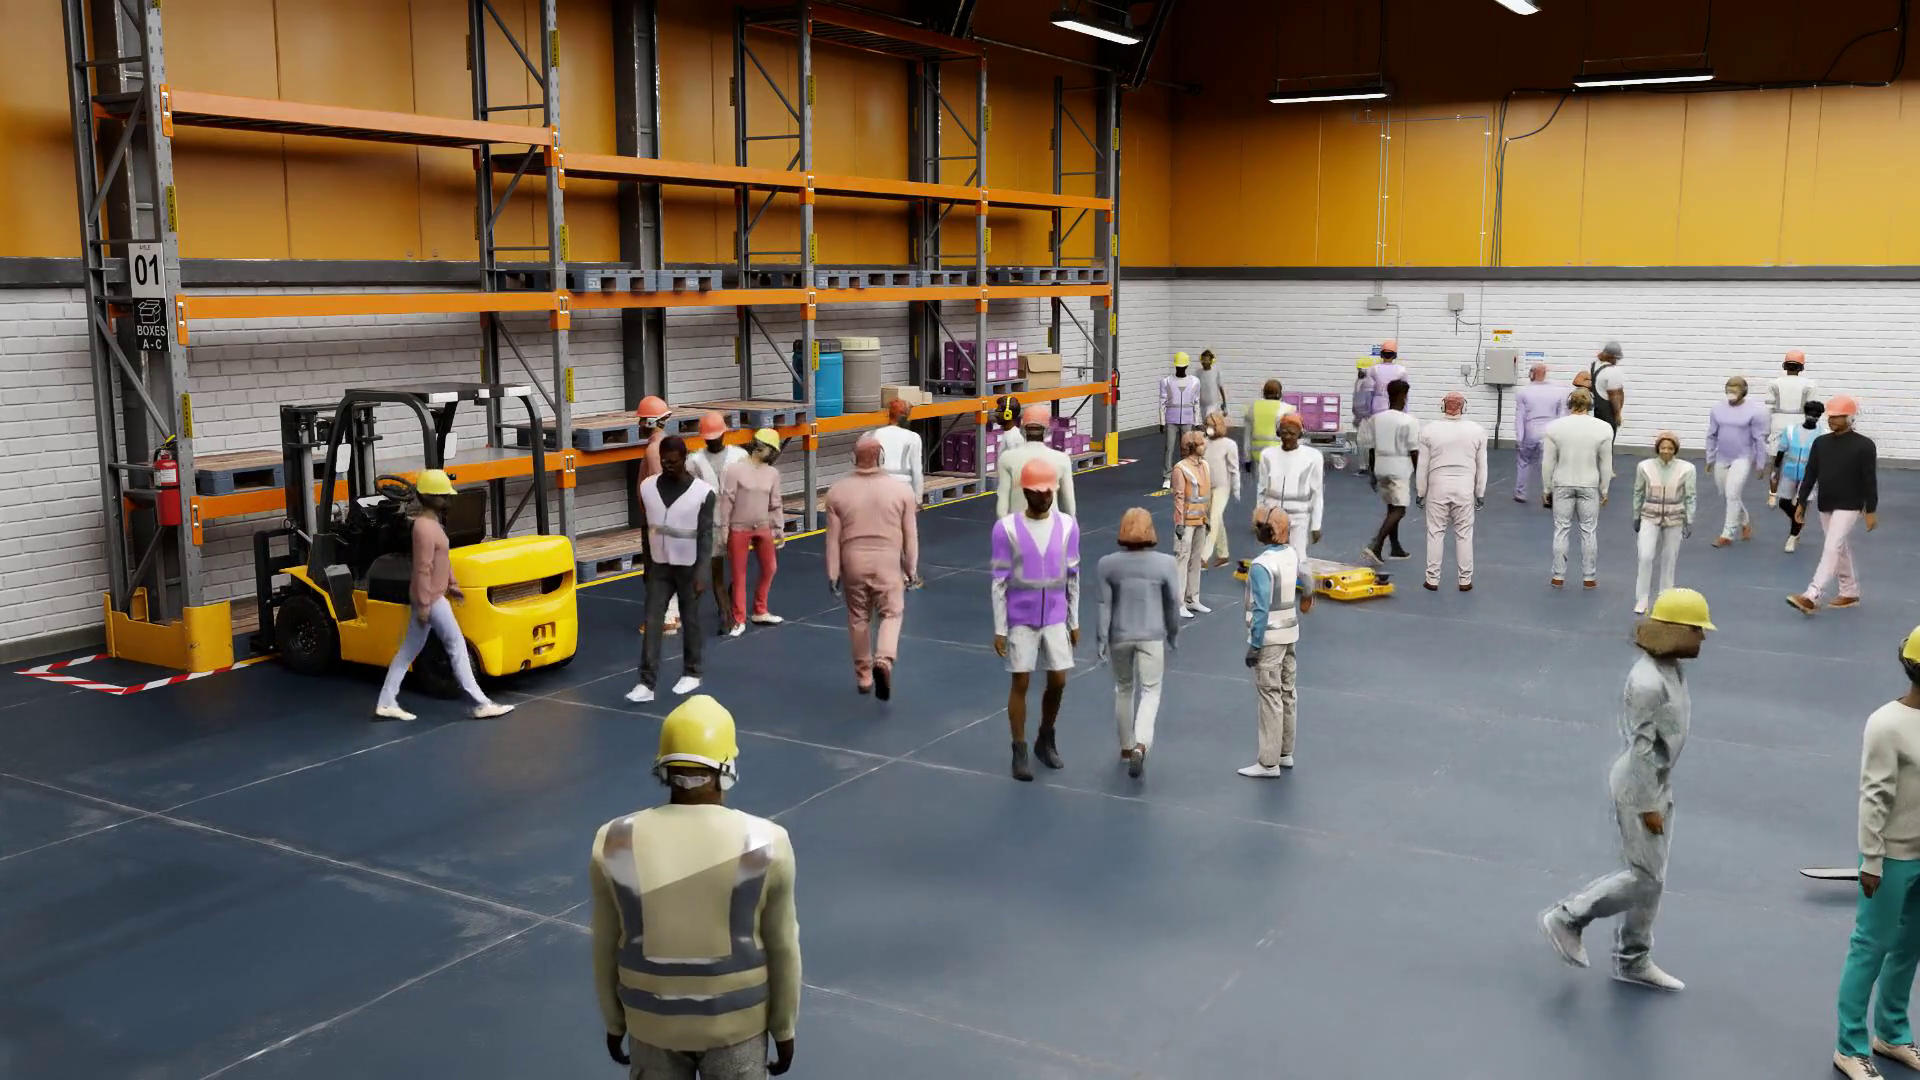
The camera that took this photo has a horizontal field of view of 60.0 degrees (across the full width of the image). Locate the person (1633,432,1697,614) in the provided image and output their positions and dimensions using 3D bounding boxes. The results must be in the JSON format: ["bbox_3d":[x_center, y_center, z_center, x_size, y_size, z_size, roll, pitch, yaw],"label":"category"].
[{"bbox_3d":[6.223,-0.142,14.711,0.513,1.611,0.667,4,10,23],"label":"person"}]

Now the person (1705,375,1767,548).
[{"bbox_3d":[8.634,-0.879,18.428,0.828,1.909,0.663,-6,11,-34],"label":"person"}]

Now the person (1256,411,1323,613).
[{"bbox_3d":[2.816,-0.180,14.153,0.589,1.861,0.718,5,11,30],"label":"person"}]

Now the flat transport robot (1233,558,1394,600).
[{"bbox_3d":[3.359,0.337,15.881,0.652,0.197,1.431,-7,11,-37],"label":"flat transport robot"}]

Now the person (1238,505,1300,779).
[{"bbox_3d":[1.861,0.606,9.939,0.314,1.642,0.514,6,11,35],"label":"person"}]

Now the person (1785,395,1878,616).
[{"bbox_3d":[7.701,-0.310,14.717,1.028,1.935,0.650,-3,10,-20],"label":"person"}]

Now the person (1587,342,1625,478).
[{"bbox_3d":[9.590,-1.958,24.695,0.540,2.000,0.721,-2,9,-13],"label":"person"}]

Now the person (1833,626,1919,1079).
[{"bbox_3d":[3.520,1.155,6.127,0.533,1.765,0.330,-4,10,-26],"label":"person"}]

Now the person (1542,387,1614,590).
[{"bbox_3d":[5.859,-0.486,15.830,0.629,1.940,0.379,4,10,21],"label":"person"}]

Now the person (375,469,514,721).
[{"bbox_3d":[-3.517,0.377,11.120,0.902,1.719,0.536,-3,10,-17],"label":"person"}]

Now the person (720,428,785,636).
[{"bbox_3d":[-1.739,-0.072,13.946,0.640,1.720,0.361,-7,11,-37],"label":"person"}]

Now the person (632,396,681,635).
[{"bbox_3d":[-2.526,-0.204,13.893,0.389,1.992,0.625,0,9,2],"label":"person"}]

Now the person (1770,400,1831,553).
[{"bbox_3d":[9.147,-0.709,18.043,0.590,1.661,0.613,8,12,42],"label":"person"}]

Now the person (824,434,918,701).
[{"bbox_3d":[-0.627,0.199,11.701,0.654,1.888,0.711,1,9,3],"label":"person"}]

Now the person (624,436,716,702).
[{"bbox_3d":[-2.037,0.213,11.649,0.612,1.875,0.914,3,10,18],"label":"person"}]

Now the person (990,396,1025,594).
[{"bbox_3d":[0.449,-0.420,15.629,0.328,1.872,0.509,1,9,5],"label":"person"}]

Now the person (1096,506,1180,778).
[{"bbox_3d":[1.055,0.610,10.010,0.501,1.609,0.717,2,9,15],"label":"person"}]

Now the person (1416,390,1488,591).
[{"bbox_3d":[4.656,-0.464,15.790,0.649,1.906,0.401,2,9,11],"label":"person"}]

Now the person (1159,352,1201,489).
[{"bbox_3d":[3.076,-1.671,23.285,0.584,1.919,0.382,0,9,-2],"label":"person"}]

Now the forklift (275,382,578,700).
[{"bbox_3d":[-3.974,-0.067,12.417,2.313,2.155,1.214,5,11,30],"label":"forklift"}]

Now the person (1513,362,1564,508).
[{"bbox_3d":[7.492,-1.367,21.544,0.645,1.876,0.931,0,9,-1],"label":"person"}]

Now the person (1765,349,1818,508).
[{"bbox_3d":[10.634,-1.420,21.330,0.608,2.044,0.370,5,10,28],"label":"person"}]

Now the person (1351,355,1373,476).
[{"bbox_3d":[5.997,-1.837,24.671,0.421,1.805,0.624,-3,9,-16],"label":"person"}]

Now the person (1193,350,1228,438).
[{"bbox_3d":[3.975,-2.157,26.744,0.535,1.796,1.099,6,11,35],"label":"person"}]

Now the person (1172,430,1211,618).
[{"bbox_3d":[2.037,-0.146,14.627,0.306,1.642,0.523,7,12,38],"label":"person"}]

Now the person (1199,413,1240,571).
[{"bbox_3d":[2.515,-0.484,16.834,0.814,1.595,0.529,-9,12,-43],"label":"person"}]

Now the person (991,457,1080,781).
[{"bbox_3d":[0.459,0.461,9.953,0.557,1.940,0.407,-2,9,-14],"label":"person"}]

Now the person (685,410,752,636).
[{"bbox_3d":[-2.006,-0.180,14.099,0.608,1.889,0.892,-1,9,-6],"label":"person"}]

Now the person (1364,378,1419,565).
[{"bbox_3d":[4.469,-0.703,17.203,0.856,1.939,0.613,-7,11,-36],"label":"person"}]

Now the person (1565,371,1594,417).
[{"bbox_3d":[8.800,-1.584,23.624,0.286,1.633,0.501,-4,10,-21],"label":"person"}]

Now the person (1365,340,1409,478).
[{"bbox_3d":[6.240,-1.904,24.354,0.609,2.043,0.397,2,9,13],"label":"person"}]

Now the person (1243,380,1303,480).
[{"bbox_3d":[3.624,-0.949,19.190,0.643,1.787,0.975,7,12,39],"label":"person"}]

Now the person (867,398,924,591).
[{"bbox_3d":[-0.606,-0.405,15.641,0.589,1.852,0.685,2,9,13],"label":"person"}]

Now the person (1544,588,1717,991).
[{"bbox_3d":[2.832,1.041,6.954,0.530,1.719,0.503,7,11,37],"label":"person"}]

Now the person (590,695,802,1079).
[{"bbox_3d":[-0.742,1.347,4.750,0.590,1.826,0.403,0,9,-1],"label":"person"}]

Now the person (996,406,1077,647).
[{"bbox_3d":[0.628,-0.127,13.598,0.647,1.939,1.045,1,9,5],"label":"person"}]
